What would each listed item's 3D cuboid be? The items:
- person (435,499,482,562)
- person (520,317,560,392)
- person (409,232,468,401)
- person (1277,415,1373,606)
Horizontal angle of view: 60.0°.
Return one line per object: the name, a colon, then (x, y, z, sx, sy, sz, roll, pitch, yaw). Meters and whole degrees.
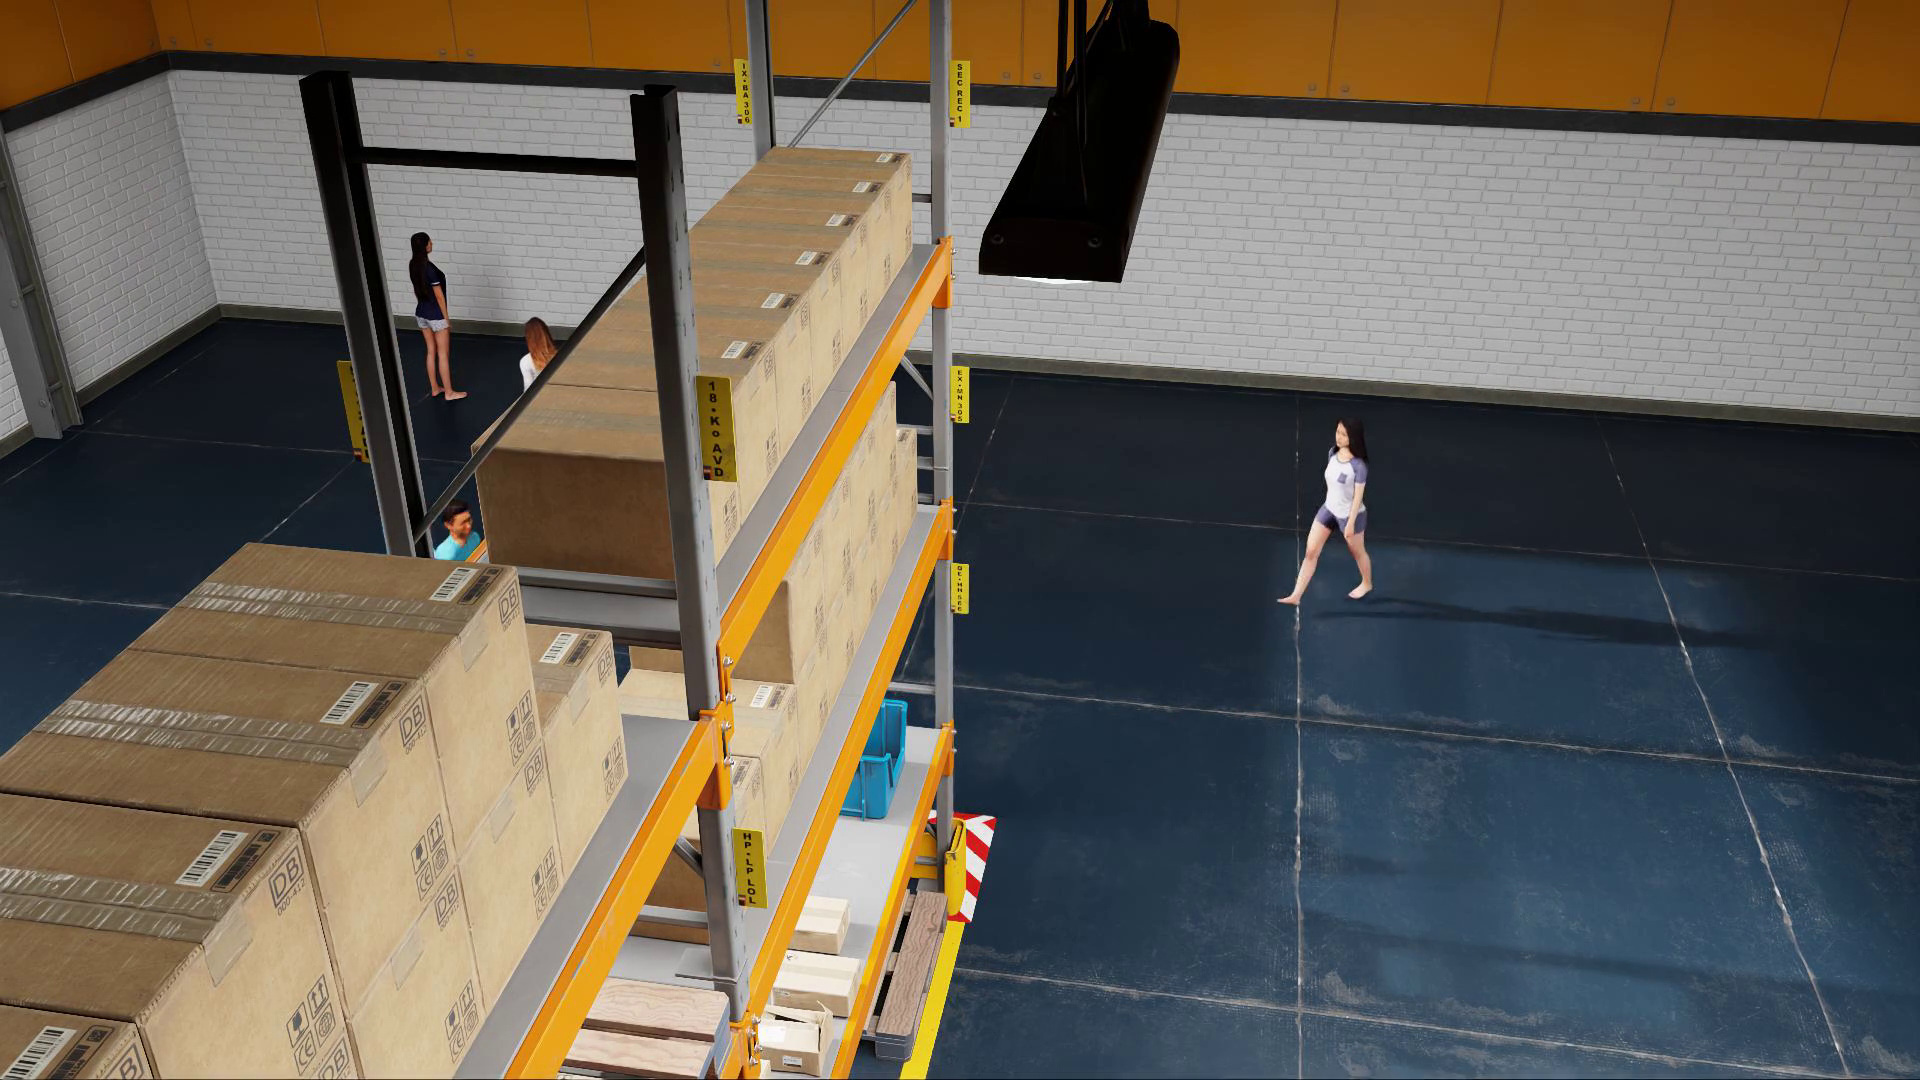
person: (-3.668, 0.494, 11.958, 0.818, 1.732, 1.136, 7, 29, 13)
person: (-3.693, -1.161, 14.955, 0.649, 1.768, 0.731, -23, 36, -36)
person: (-5.401, -2.288, 17.023, 0.653, 1.767, 0.664, 21, 35, 33)
person: (3.139, -0.213, 13.335, 1.132, 1.655, 1.113, -16, 32, -27)
